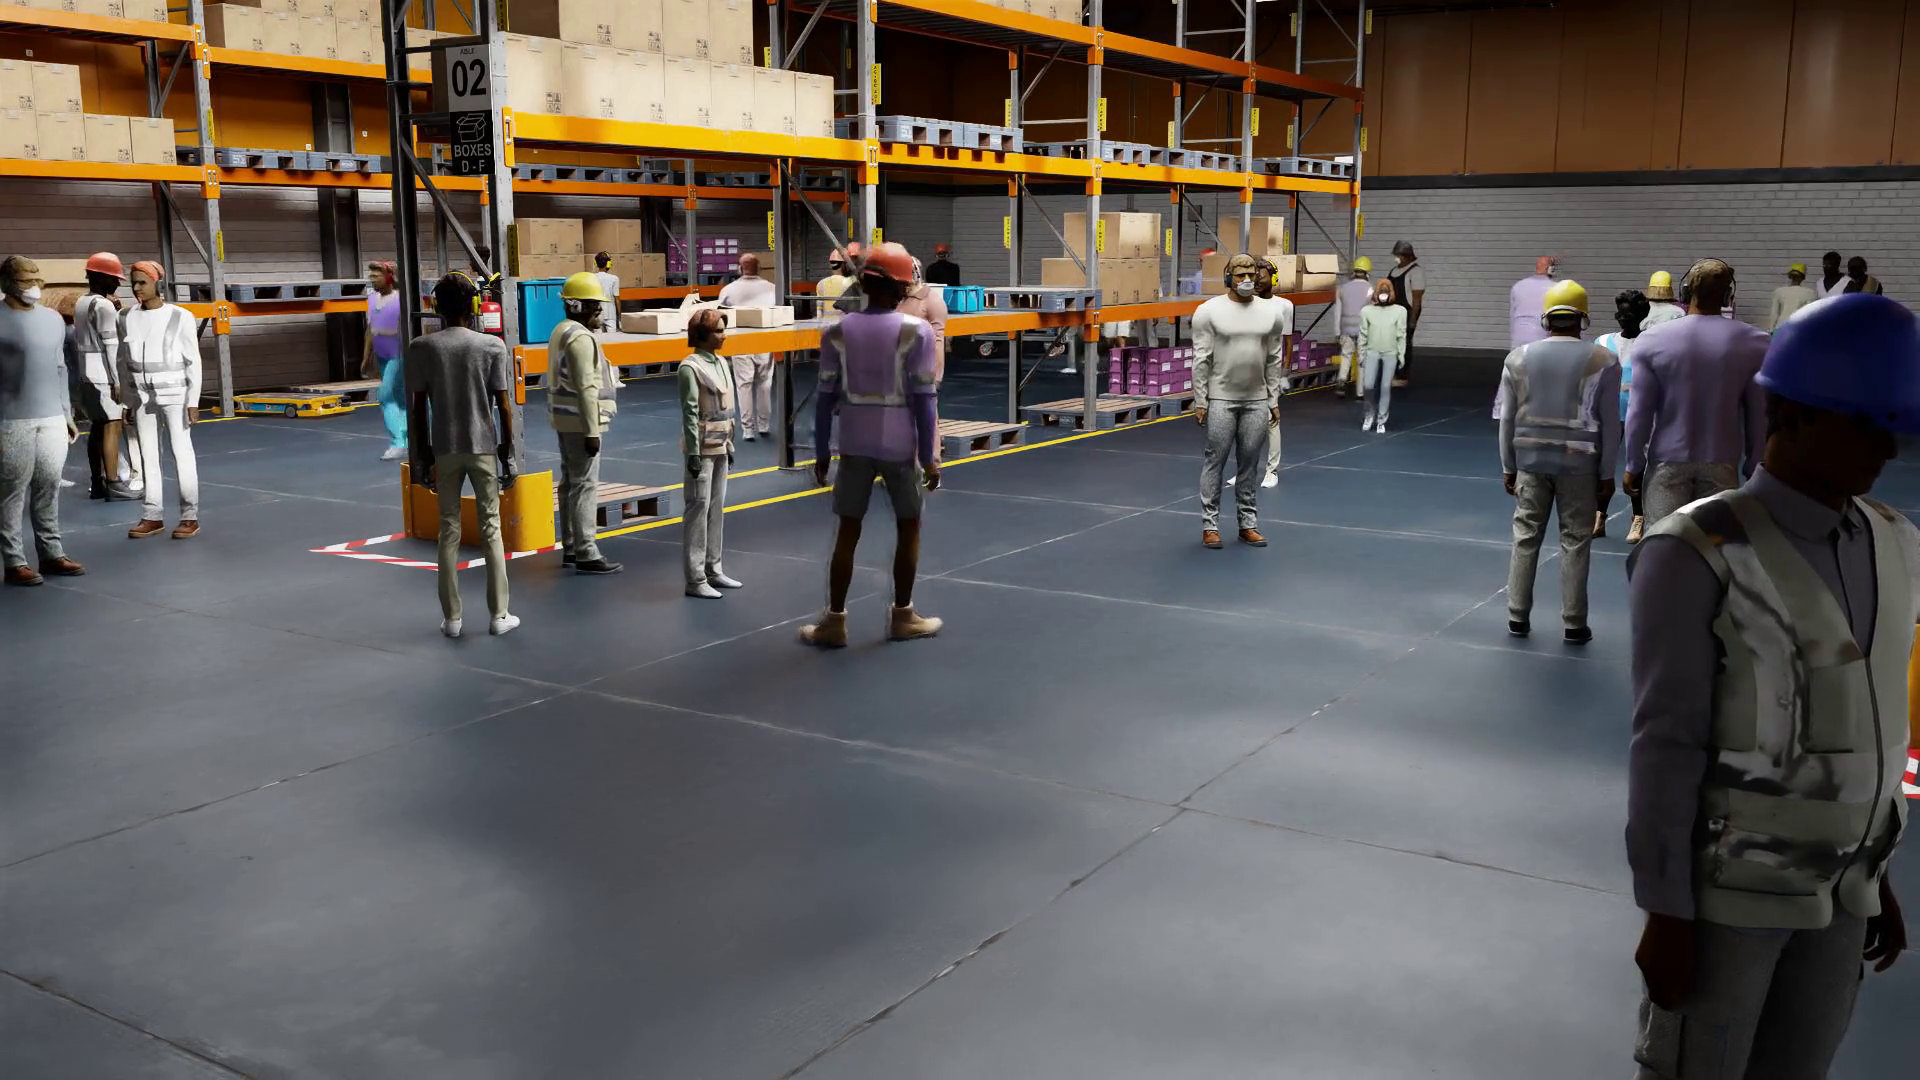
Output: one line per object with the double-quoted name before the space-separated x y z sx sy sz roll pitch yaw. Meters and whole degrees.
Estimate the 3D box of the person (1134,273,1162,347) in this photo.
"person" 2.754 -3.336 24.547 0.339 1.882 0.584 -6 12 -28

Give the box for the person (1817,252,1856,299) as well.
"person" 11.025 -2.701 21.079 0.996 1.854 0.625 -4 11 -19

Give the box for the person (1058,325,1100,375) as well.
"person" 1.828 -3.413 24.996 0.694 1.882 0.377 0 10 1

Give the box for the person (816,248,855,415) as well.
"person" -1.374 -2.378 19.116 0.542 1.931 0.375 5 11 27

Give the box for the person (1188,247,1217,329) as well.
"person" 3.515 -3.231 23.869 0.550 1.921 0.569 7 12 33

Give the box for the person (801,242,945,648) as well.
"person" -0.461 -0.459 8.312 0.739 2.019 0.519 3 11 15

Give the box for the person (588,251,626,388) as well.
"person" -4.852 -3.006 22.760 0.520 1.871 0.326 2 10 8

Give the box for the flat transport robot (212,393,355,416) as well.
"flat transport robot" -7.838 -1.575 19.262 1.431 0.197 0.652 3 11 14

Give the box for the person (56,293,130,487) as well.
"person" -7.228 -1.236 13.723 0.510 1.581 0.843 7 12 35

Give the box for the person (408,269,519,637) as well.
"person" -2.527 -0.435 8.504 0.513 1.876 0.328 -1 10 -8

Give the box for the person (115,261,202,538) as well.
"person" -5.435 -0.944 11.299 0.574 1.882 0.358 1 10 6

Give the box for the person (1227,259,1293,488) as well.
"person" 2.468 -1.360 13.653 0.508 1.867 0.329 8 13 36

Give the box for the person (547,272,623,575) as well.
"person" -2.296 -0.706 10.131 0.404 1.829 0.591 -5 11 -26

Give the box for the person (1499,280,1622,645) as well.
"person" 3.022 -0.389 8.400 0.591 1.826 0.404 7 12 34

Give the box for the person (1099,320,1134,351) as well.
"person" 2.286 -3.263 24.065 0.548 1.915 0.634 3 11 14

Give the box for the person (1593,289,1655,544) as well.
"person" 4.455 -0.824 11.143 0.540 1.697 0.317 9 13 39

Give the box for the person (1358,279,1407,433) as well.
"person" 4.416 -1.916 17.434 0.501 1.613 0.352 3 11 18

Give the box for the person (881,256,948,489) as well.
"person" -0.400 -1.344 13.480 0.645 1.900 0.403 9 13 40

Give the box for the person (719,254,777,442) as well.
"person" -2.141 -1.967 16.986 0.668 1.865 0.935 -2 10 -9

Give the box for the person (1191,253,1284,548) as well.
"person" 1.830 -0.912 10.968 0.632 1.940 0.372 -2 11 -13

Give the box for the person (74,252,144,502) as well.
"person" -6.625 -1.262 12.946 0.551 1.923 0.384 9 13 40

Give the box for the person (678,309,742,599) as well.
"person" -1.437 -0.494 9.488 0.307 1.636 0.525 3 11 15

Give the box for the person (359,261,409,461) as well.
"person" -5.310 -1.649 15.368 0.561 1.823 0.652 8 13 39

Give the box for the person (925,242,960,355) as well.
"person" -0.302 -4.129 28.672 0.630 1.977 0.507 0 10 1

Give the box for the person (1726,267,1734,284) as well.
"person" 11.419 -3.280 24.962 0.288 1.623 0.511 3 11 14

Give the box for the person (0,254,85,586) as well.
"person" -5.516 -0.710 9.848 0.355 1.936 0.635 3 11 18

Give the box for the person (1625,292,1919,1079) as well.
"person" 1.355 0.565 2.778 0.601 1.941 0.395 -5 11 -26

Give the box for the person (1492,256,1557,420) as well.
"person" 6.469 -2.226 18.518 0.558 1.858 0.804 -9 14 -41

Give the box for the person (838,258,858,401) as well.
"person" -1.420 -2.658 20.943 0.429 1.836 0.631 -3 11 -18

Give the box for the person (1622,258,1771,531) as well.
"person" 3.462 -0.350 7.850 0.638 1.938 0.356 3 11 16

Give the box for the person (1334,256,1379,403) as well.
"person" 4.939 -2.600 20.649 0.592 1.822 0.475 6 12 29

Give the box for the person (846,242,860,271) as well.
"person" -1.365 -3.006 22.448 1.045 1.995 0.629 -2 10 -12

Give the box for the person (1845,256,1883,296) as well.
"person" 11.678 -2.792 21.734 0.692 1.815 0.502 3 11 18

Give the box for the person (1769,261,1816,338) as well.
"person" 10.883 -2.773 21.806 0.534 1.745 0.630 9 13 40

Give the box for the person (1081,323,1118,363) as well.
"person" 2.414 -3.735 27.432 0.774 1.681 0.538 -3 11 -16

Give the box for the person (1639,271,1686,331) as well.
"person" 6.380 -1.591 15.274 0.492 1.740 0.325 5 11 24

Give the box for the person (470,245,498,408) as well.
"person" -5.713 -2.569 20.067 0.365 1.964 0.610 -7 12 -33

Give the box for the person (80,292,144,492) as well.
"person" -6.814 -1.196 13.374 0.511 1.639 0.308 1 10 5

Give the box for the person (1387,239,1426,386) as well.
"person" 6.107 -3.155 23.112 0.535 2.000 0.691 -4 11 -23
